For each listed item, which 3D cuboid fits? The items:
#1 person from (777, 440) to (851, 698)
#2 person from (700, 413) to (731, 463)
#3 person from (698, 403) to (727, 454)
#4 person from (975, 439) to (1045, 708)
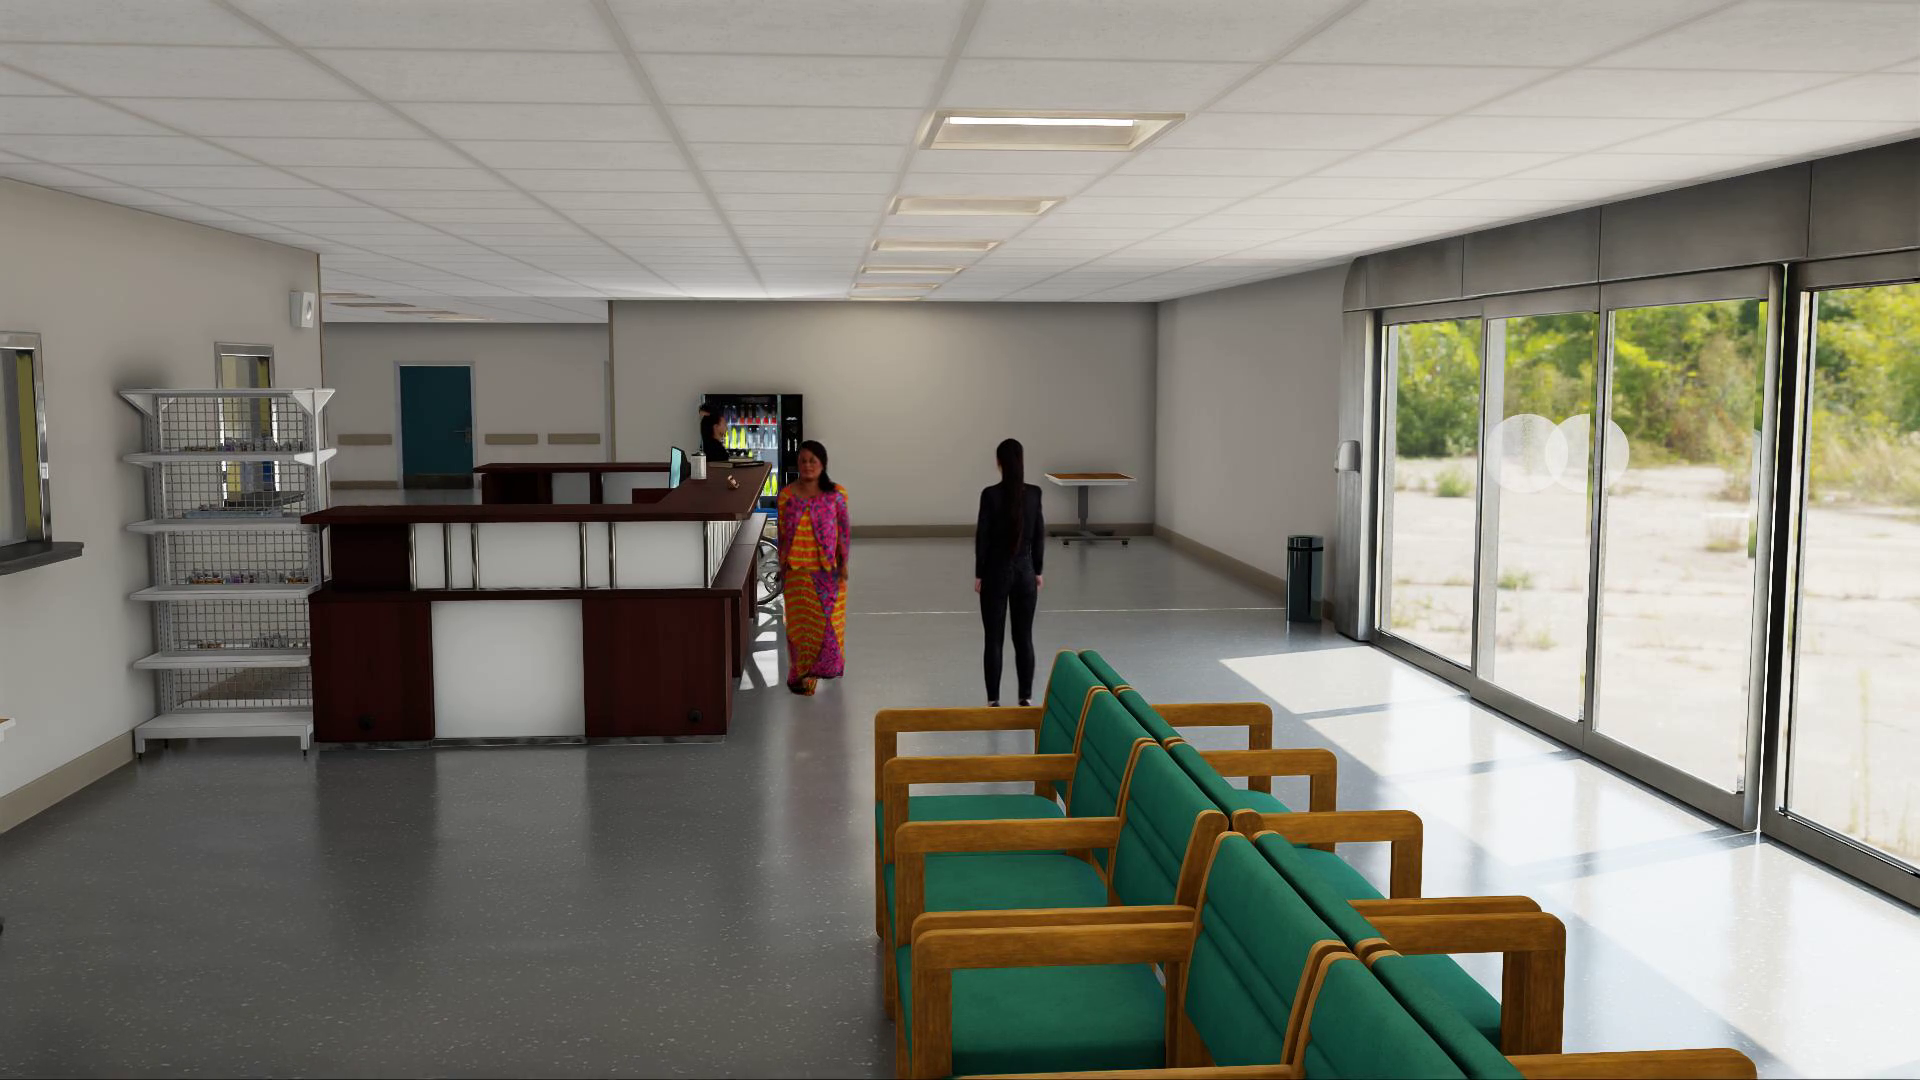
[{"bbox_3d":[-0.936,0.152,10.999,1.083,1.679,0.736,0,6,-2],"label":"person"},{"bbox_3d":[-2.400,-0.398,16.354,0.551,1.700,0.610,-1,6,-11],"label":"person"},{"bbox_3d":[-2.420,-0.485,16.852,0.960,1.773,0.865,-4,7,-38],"label":"person"},{"bbox_3d":[0.297,0.251,9.841,0.493,1.712,0.673,-2,6,-17],"label":"person"}]
